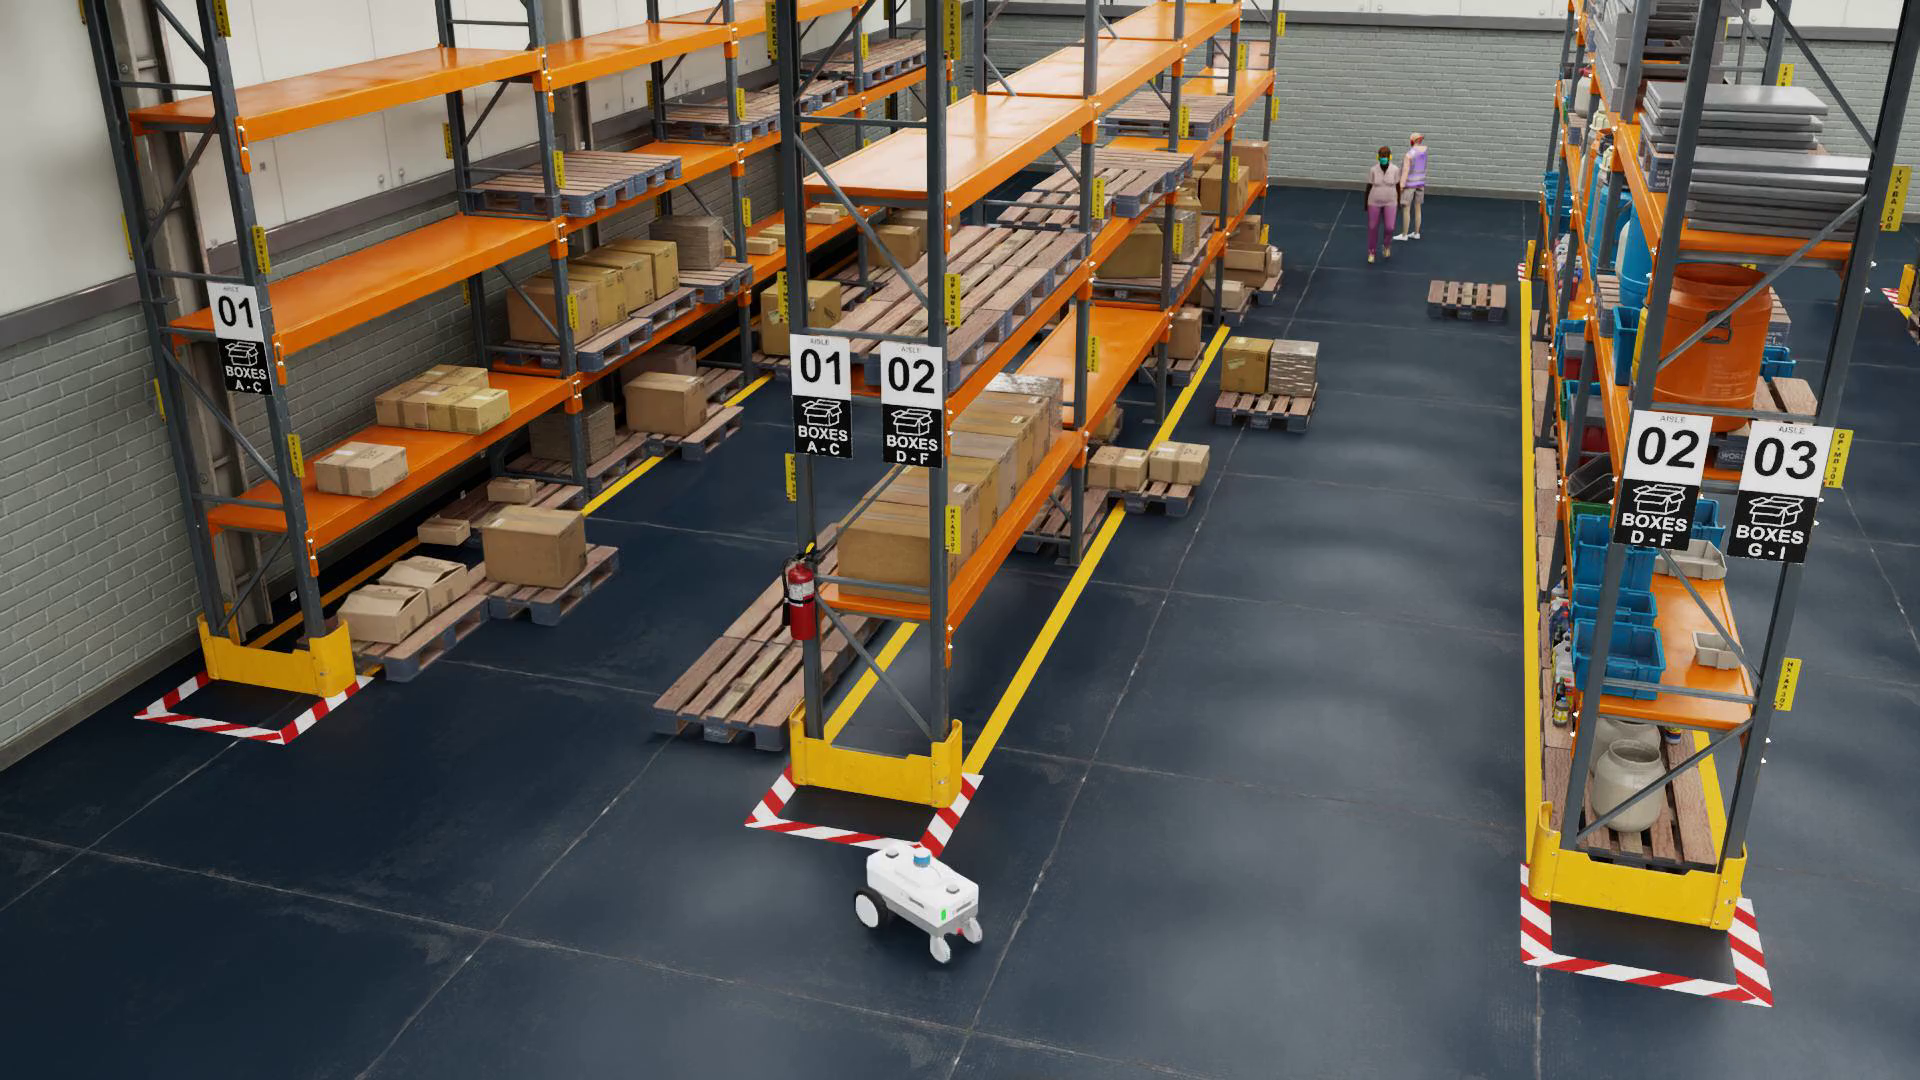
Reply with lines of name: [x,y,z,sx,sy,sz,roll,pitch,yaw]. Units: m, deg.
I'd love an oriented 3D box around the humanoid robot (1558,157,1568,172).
humanoid robot: [9.667,-5.641,26.545,0.589,1.621,0.799,-19,30,-37]

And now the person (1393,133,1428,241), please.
person: [7.164,-5.587,26.340,0.491,1.688,0.349,-14,27,-29]

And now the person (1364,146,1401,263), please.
person: [6.334,-5.026,24.928,0.538,1.769,0.443,6,24,14]

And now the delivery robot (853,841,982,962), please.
delivery robot: [-0.242,2.110,9.934,0.794,0.606,0.499,21,31,40]
